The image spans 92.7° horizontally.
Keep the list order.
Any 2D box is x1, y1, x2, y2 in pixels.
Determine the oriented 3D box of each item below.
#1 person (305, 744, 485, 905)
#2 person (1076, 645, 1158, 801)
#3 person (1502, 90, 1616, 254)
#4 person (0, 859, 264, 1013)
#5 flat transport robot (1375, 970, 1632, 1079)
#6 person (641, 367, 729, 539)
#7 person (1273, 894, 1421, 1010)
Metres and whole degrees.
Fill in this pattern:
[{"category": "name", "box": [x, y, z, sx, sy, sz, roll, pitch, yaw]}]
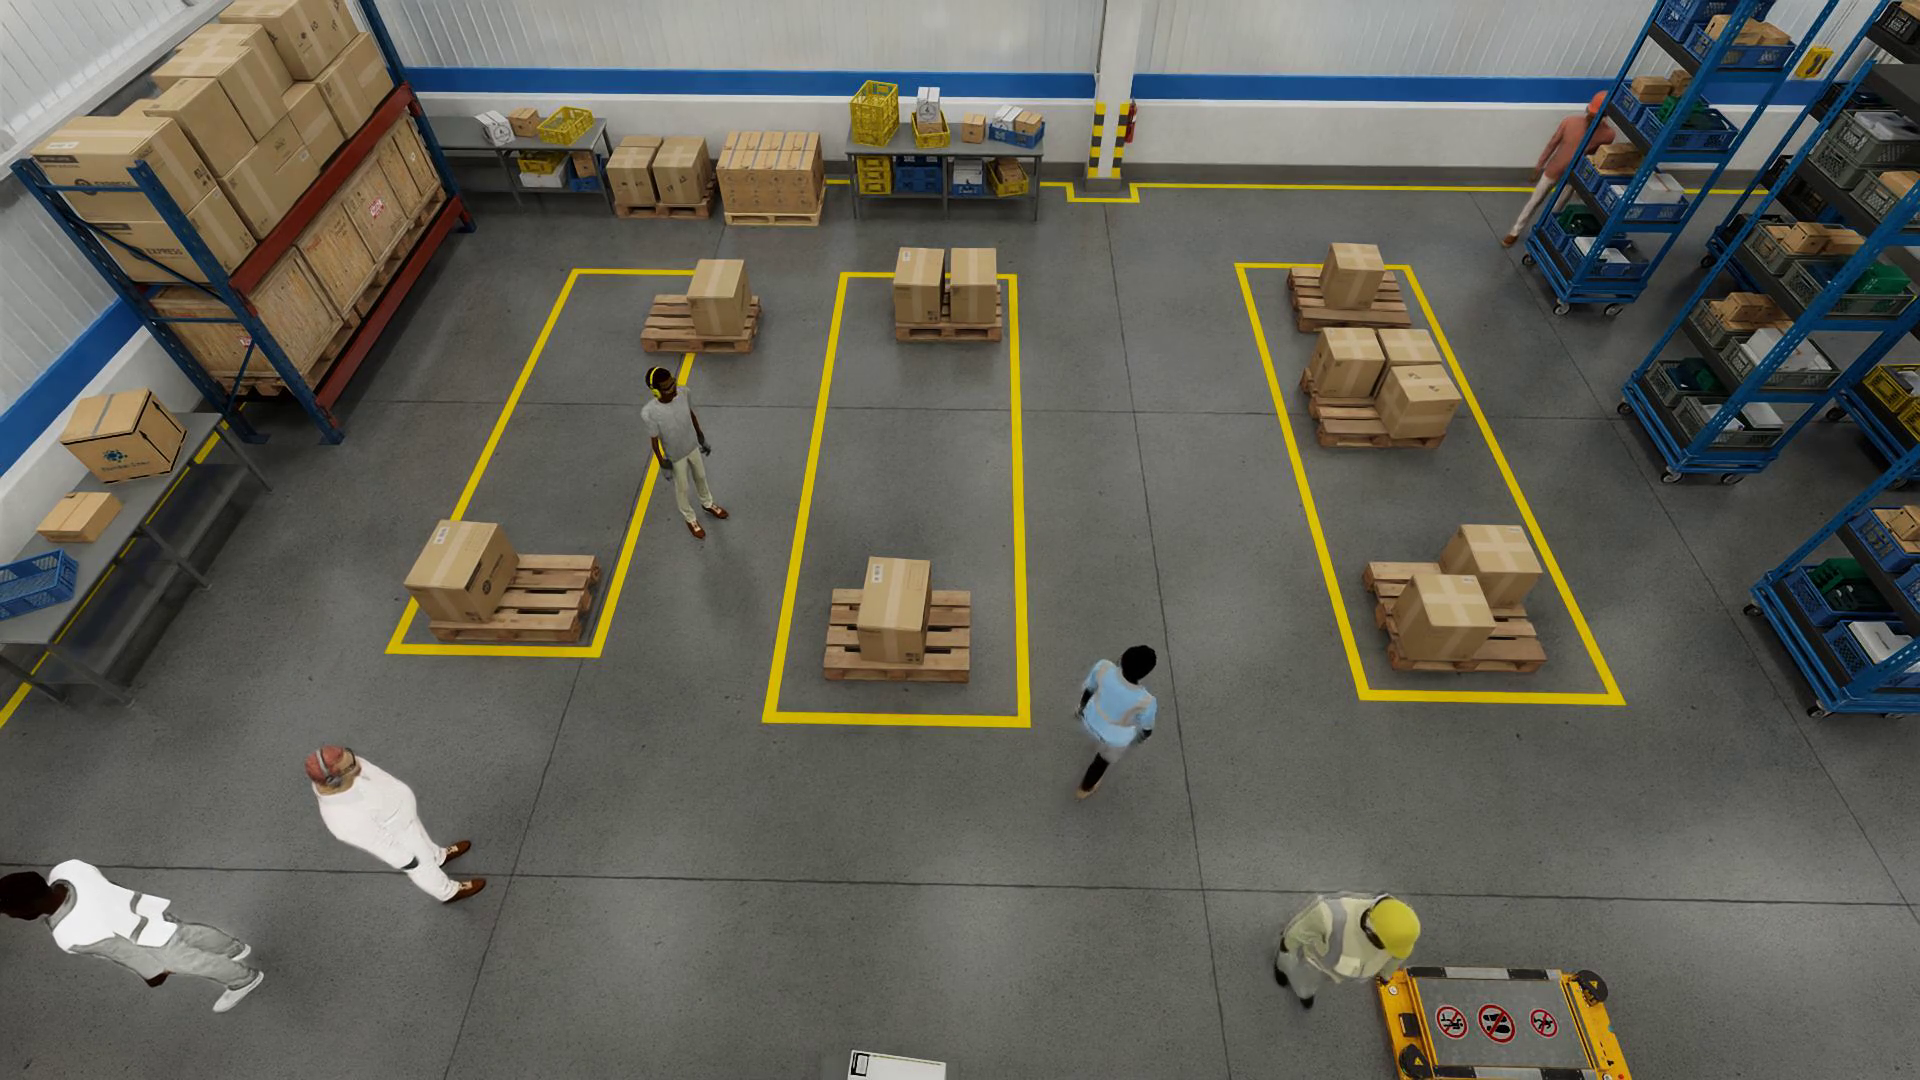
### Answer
[{"category": "person", "box": [-3.657, 1.830, 5.937, 0.401, 1.900, 0.642, -27, 56, -21]}, {"category": "person", "box": [1.151, 1.258, 6.551, 0.823, 1.650, 0.549, -35, 59, -25]}, {"category": "person", "box": [7.177, -4.351, 10.912, 0.623, 1.992, 0.396, 29, 56, 21]}, {"category": "person", "box": [-4.899, 2.363, 5.487, 0.389, 1.918, 0.590, -33, 58, -24]}, {"category": "flat transport robot", "box": [3.501, 3.133, 5.914, 1.431, 0.197, 0.652, 1, 51, 1]}, {"category": "person", "box": [-2.432, -0.776, 8.073, 0.317, 1.875, 0.532, 30, 57, 22]}, {"category": "person", "box": [2.267, 2.470, 5.475, 0.626, 1.796, 0.420, 1, 51, 1]}]
